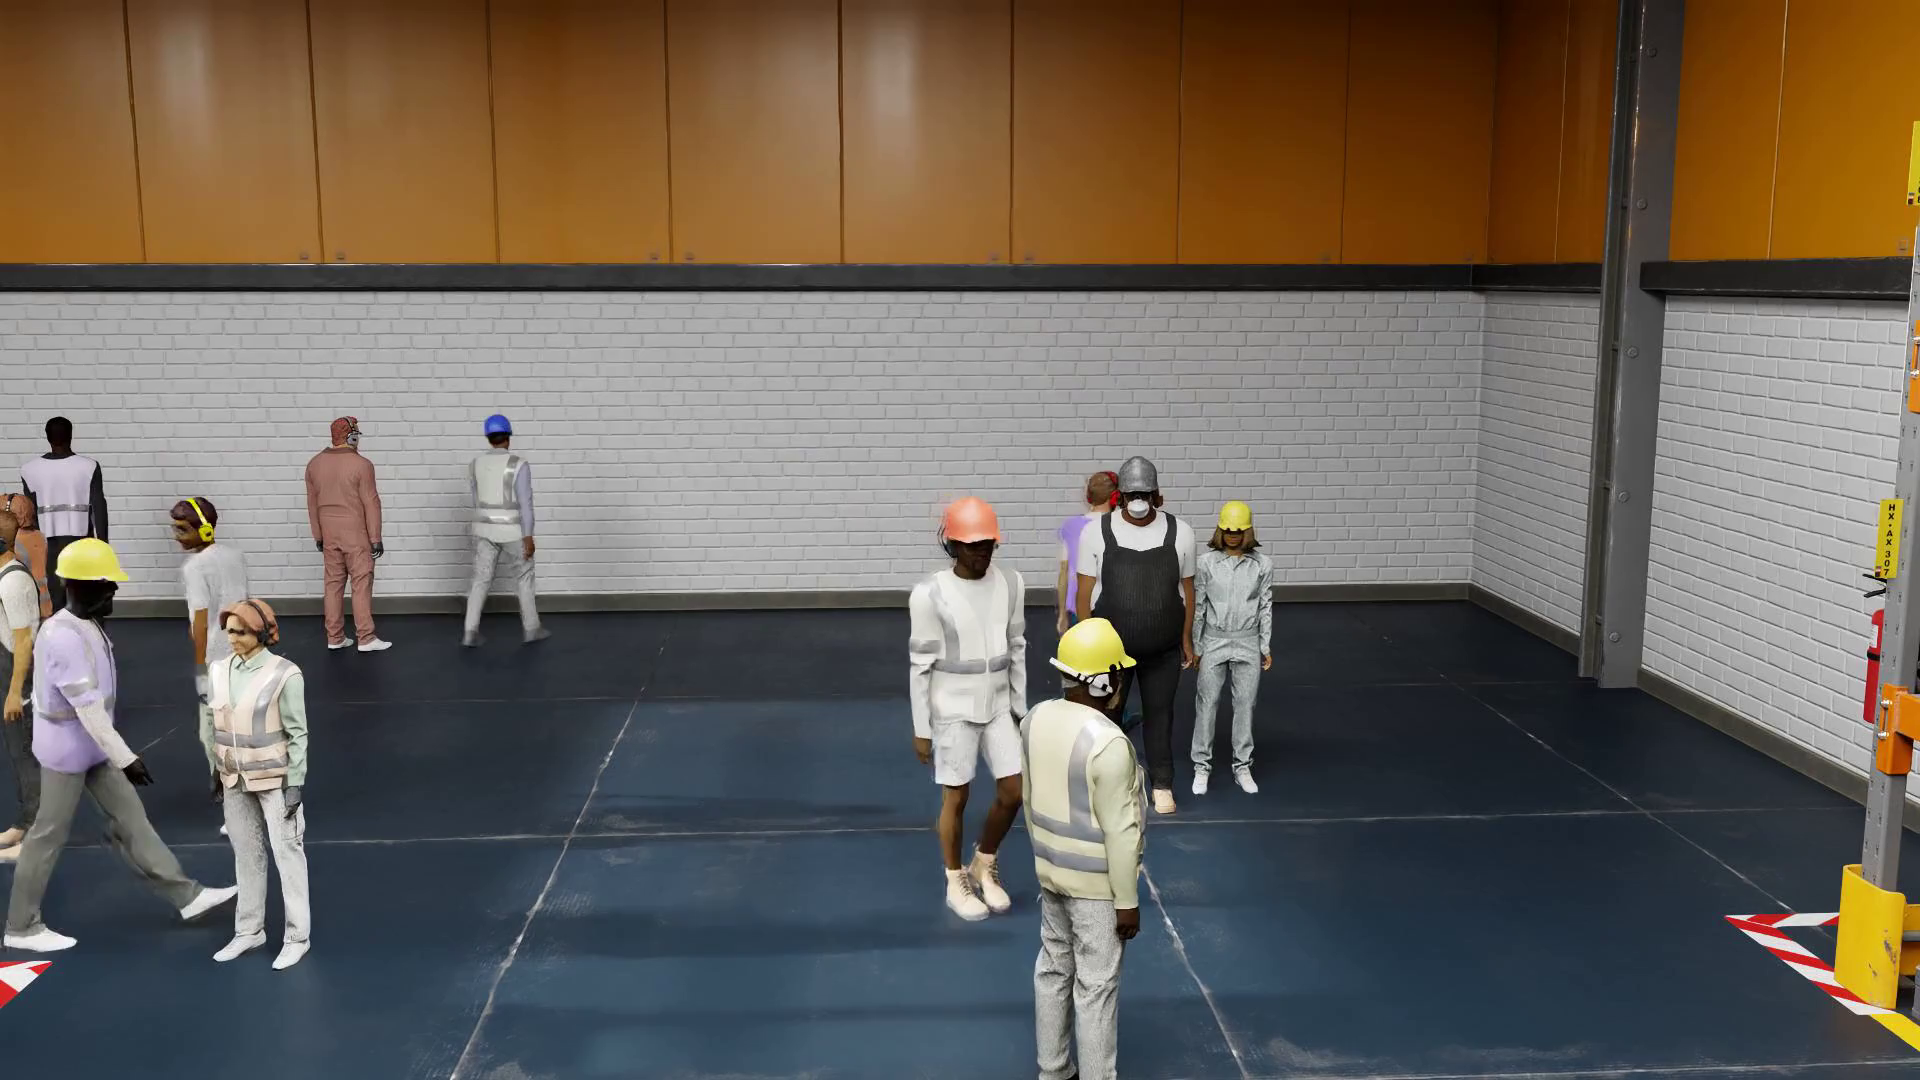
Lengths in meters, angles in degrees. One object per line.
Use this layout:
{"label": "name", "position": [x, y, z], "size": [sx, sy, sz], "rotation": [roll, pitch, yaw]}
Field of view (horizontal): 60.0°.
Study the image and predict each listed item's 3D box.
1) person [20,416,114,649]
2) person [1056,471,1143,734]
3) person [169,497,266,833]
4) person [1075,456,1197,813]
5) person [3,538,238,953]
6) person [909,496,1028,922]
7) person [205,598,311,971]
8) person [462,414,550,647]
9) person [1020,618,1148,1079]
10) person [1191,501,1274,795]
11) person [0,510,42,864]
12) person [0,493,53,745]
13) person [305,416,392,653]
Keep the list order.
{"label": "person", "position": [-7.099, -0.022, 13.241], "size": [0.593, 1.920, 0.391], "rotation": [-2, 9, -15]}
{"label": "person", "position": [0.913, 0.455, 10.648], "size": [0.985, 1.792, 0.571], "rotation": [-8, 12, -42]}
{"label": "person", "position": [-3.990, 0.671, 9.153], "size": [0.443, 1.844, 0.717], "rotation": [2, 9, 10]}
{"label": "person", "position": [0.997, 0.537, 9.342], "size": [0.690, 2.000, 0.538], "rotation": [0, 9, 0]}
{"label": "person", "position": [-3.844, 0.921, 7.459], "size": [1.025, 1.865, 0.596], "rotation": [-2, 9, -14]}
{"label": "person", "position": [0.069, 0.798, 7.752], "size": [0.654, 2.024, 0.484], "rotation": [-5, 10, -28]}
{"label": "person", "position": [-3.080, 1.063, 7.308], "size": [0.512, 1.638, 0.307], "rotation": [3, 10, 18]}
{"label": "person", "position": [-3.753, -0.062, 13.598], "size": [0.649, 1.918, 0.686], "rotation": [3, 10, 18]}
{"label": "person", "position": [0.461, 1.182, 5.942], "size": [0.403, 1.835, 0.588], "rotation": [-5, 11, -30]}
{"label": "person", "position": [1.586, 0.629, 9.706], "size": [0.490, 1.741, 0.323], "rotation": [0, 9, -3]}
{"label": "person", "position": [-4.938, 0.745, 8.654], "size": [0.345, 1.844, 0.506], "rotation": [-7, 11, -36]}
{"label": "person", "position": [-6.059, 0.506, 10.792], "size": [0.307, 1.641, 0.513], "rotation": [-1, 9, -6]}
{"label": "person", "position": [-4.915, -0.043, 13.409], "size": [0.652, 1.906, 0.402], "rotation": [3, 10, 19]}
